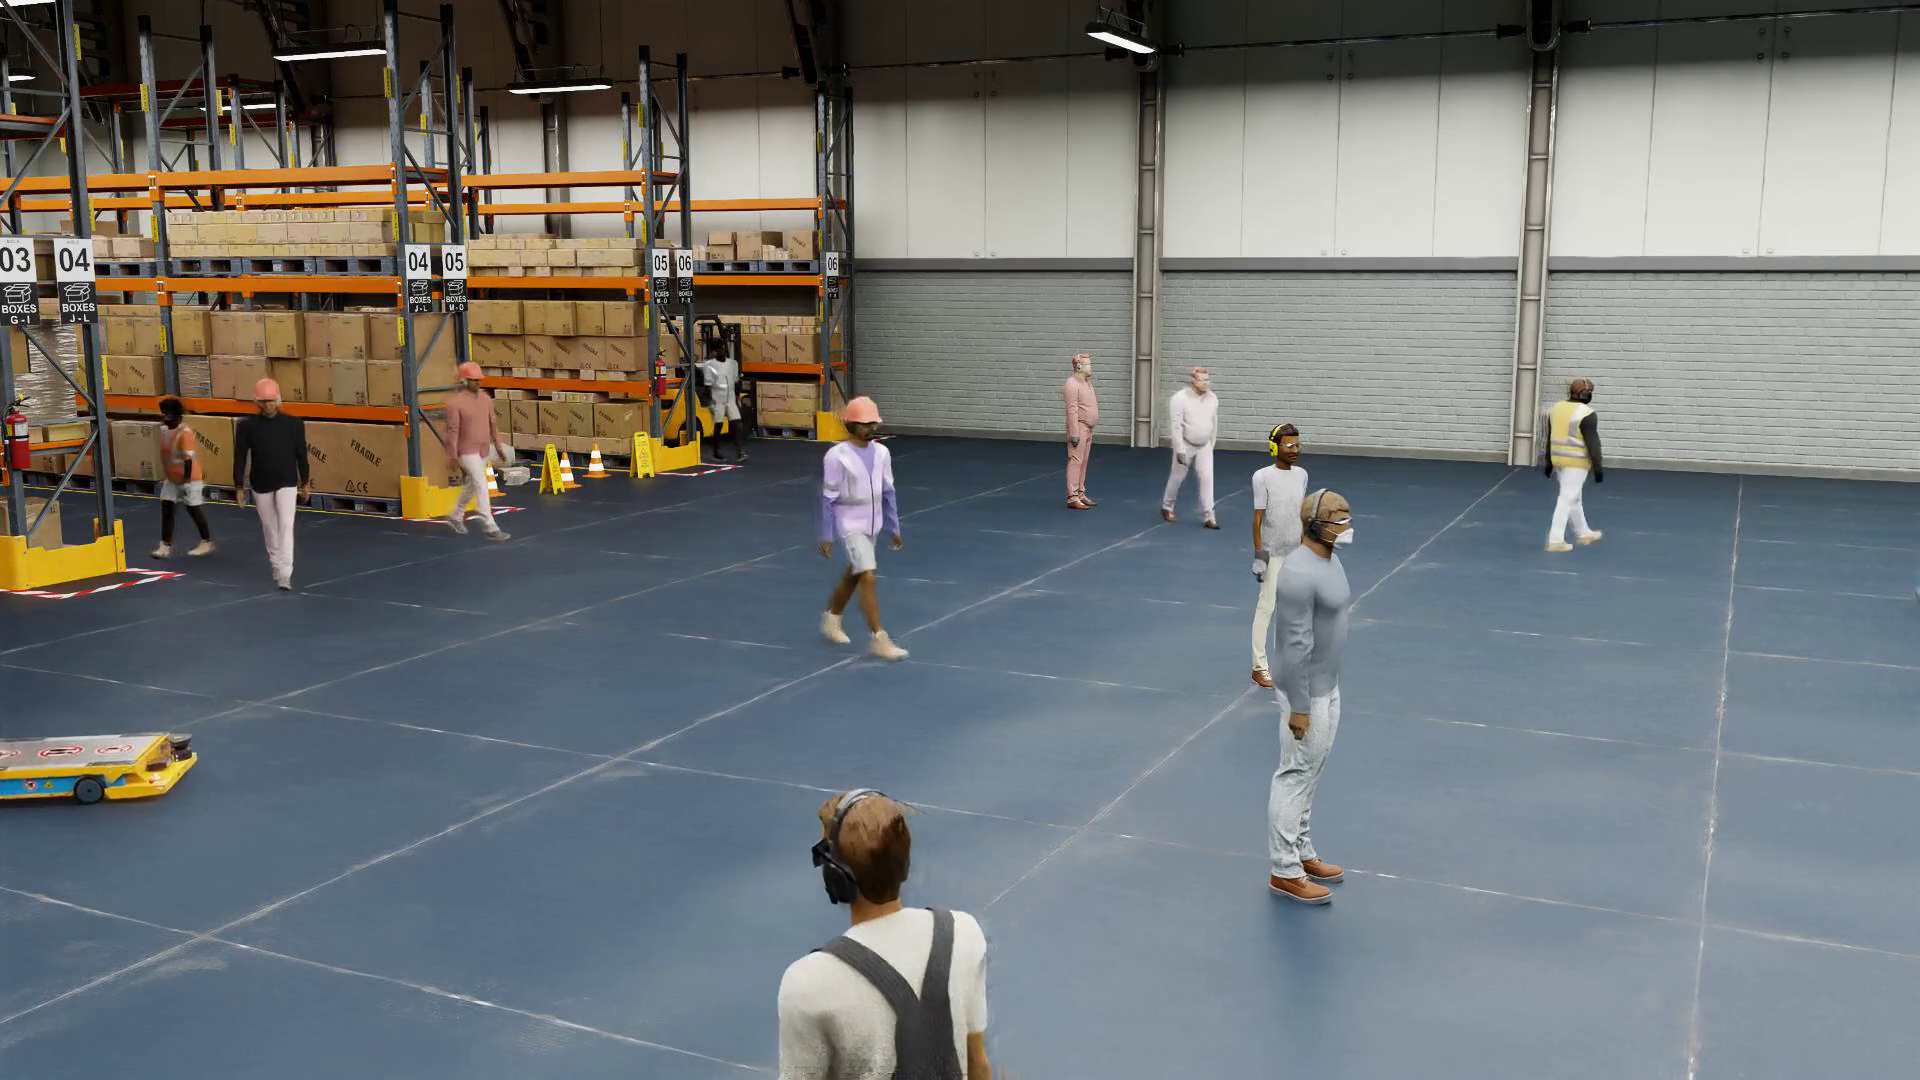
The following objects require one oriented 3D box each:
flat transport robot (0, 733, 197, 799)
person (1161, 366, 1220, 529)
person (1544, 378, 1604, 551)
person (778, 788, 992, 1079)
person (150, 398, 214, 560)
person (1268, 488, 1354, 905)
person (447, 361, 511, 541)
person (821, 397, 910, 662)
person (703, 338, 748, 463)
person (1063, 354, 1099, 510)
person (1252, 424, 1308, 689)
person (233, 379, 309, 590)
[{"bbox_3d":[-5.163,1.293,9.397,1.431,0.197,0.652,-2,9,-10],"label":"flat transport robot"},{"bbox_3d":[2.657,-1.085,19.149,0.641,1.859,0.969,-4,10,-21],"label":"person"},{"bbox_3d":[6.536,-0.787,17.452,0.879,1.802,0.666,-3,10,-18],"label":"person"},{"bbox_3d":[-0.193,1.440,3.741,0.539,1.821,0.565,-7,12,-37],"label":"person"},{"bbox_3d":[-7.906,-0.610,16.795,0.549,1.651,0.769,6,11,31],"label":"person"},{"bbox_3d":[1.652,0.716,7.834,0.352,1.937,0.635,4,10,24],"label":"person"},{"bbox_3d":[-5.358,-0.989,18.244,0.996,1.958,0.605,4,10,24],"label":"person"},{"bbox_3d":[-0.769,-0.111,12.759,1.038,1.996,0.626,9,13,43],"label":"person"},{"bbox_3d":[-3.541,-2.110,25.295,0.694,1.892,0.922,-7,11,-35],"label":"person"},{"bbox_3d":[1.505,-1.340,20.527,0.409,1.913,0.642,3,10,20],"label":"person"},{"bbox_3d":[2.282,0.106,11.786,0.513,1.872,0.328,-6,11,-34],"label":"person"},{"bbox_3d":[-6.397,-0.525,15.454,0.647,1.939,1.045,-3,10,-18],"label":"person"}]
